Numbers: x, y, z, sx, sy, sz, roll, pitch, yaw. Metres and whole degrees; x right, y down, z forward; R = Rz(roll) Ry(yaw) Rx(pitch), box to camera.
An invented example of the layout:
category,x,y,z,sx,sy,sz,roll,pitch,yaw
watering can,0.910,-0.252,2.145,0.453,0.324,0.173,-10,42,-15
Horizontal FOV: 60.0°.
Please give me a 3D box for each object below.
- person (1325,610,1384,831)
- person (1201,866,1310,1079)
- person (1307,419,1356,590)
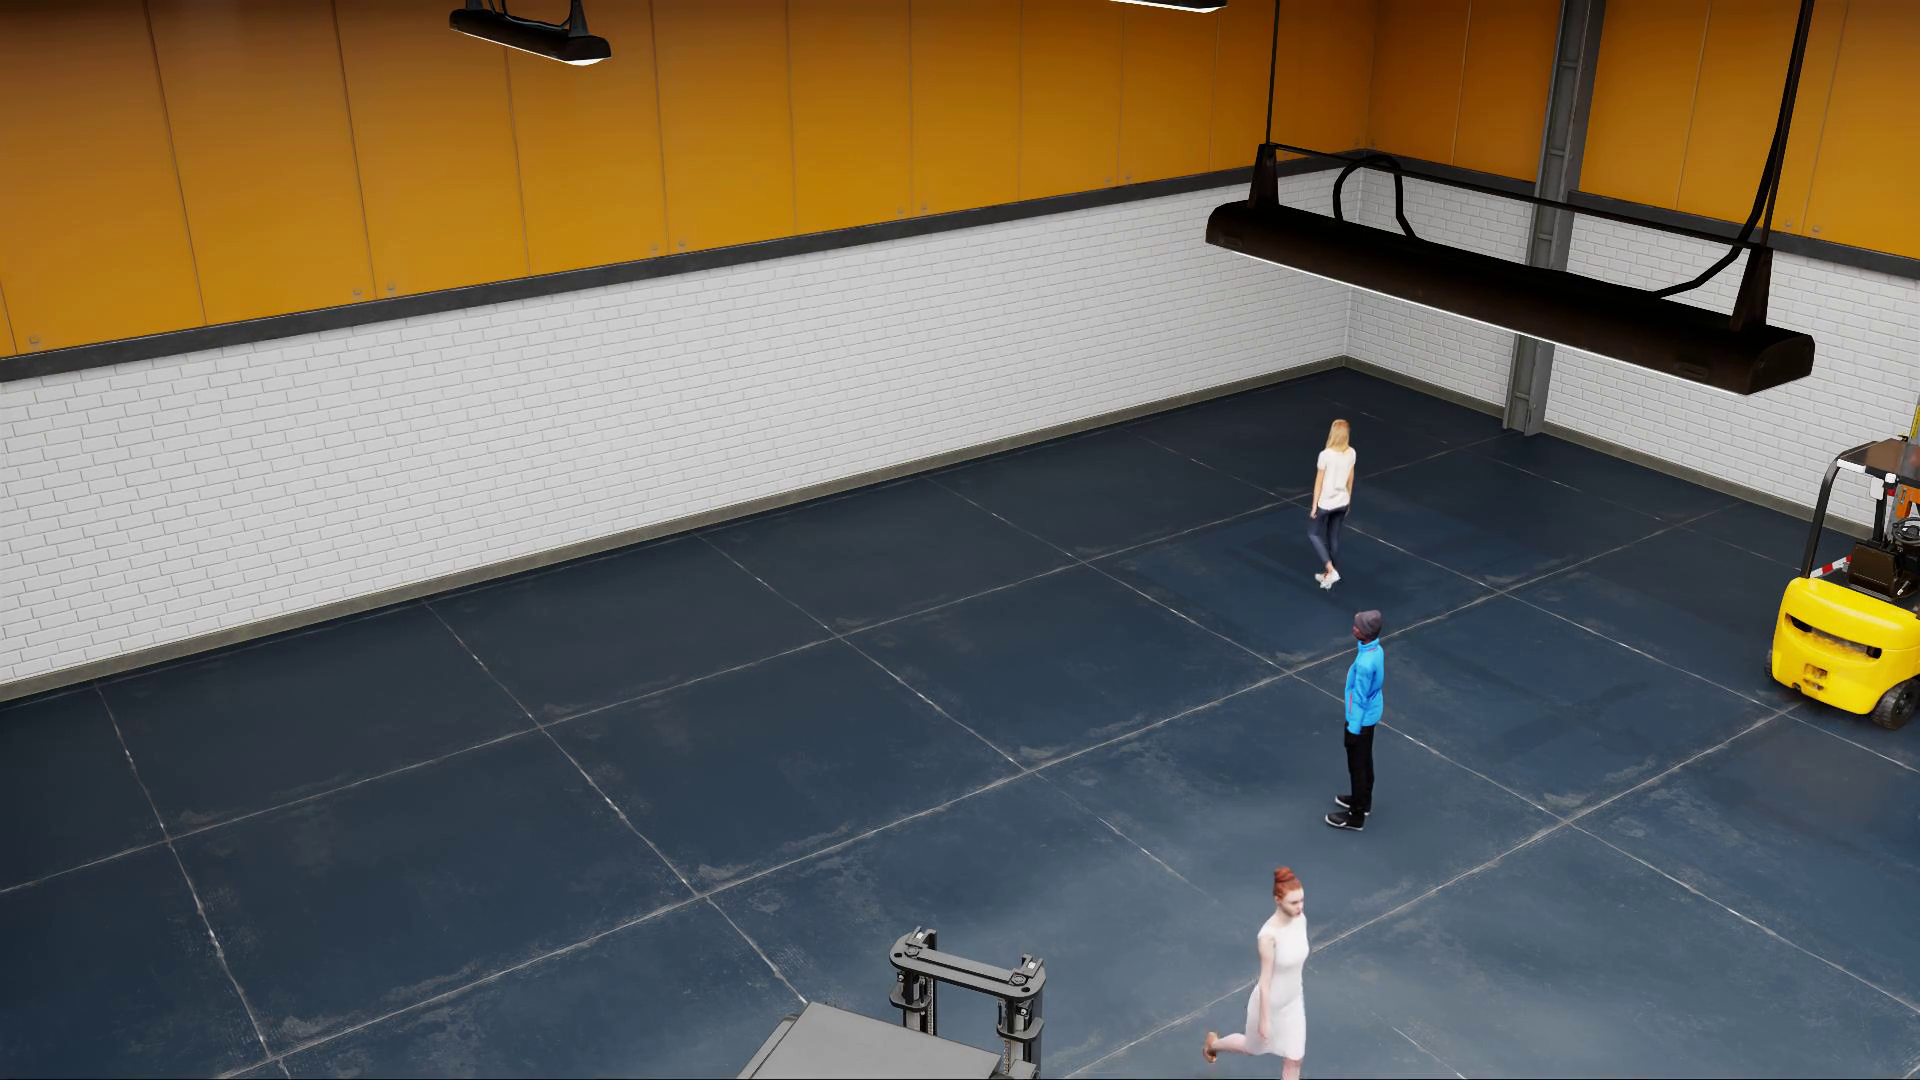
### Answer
category,x,y,z,sx,sy,sz,roll,pitch,yaw
person,3.080,1.355,12.674,0.706,1.796,0.688,9,25,21
person,1.762,2.674,9.695,0.599,1.766,1.067,-17,29,-34
person,3.721,-0.304,16.469,0.717,1.797,0.810,-8,25,-18
